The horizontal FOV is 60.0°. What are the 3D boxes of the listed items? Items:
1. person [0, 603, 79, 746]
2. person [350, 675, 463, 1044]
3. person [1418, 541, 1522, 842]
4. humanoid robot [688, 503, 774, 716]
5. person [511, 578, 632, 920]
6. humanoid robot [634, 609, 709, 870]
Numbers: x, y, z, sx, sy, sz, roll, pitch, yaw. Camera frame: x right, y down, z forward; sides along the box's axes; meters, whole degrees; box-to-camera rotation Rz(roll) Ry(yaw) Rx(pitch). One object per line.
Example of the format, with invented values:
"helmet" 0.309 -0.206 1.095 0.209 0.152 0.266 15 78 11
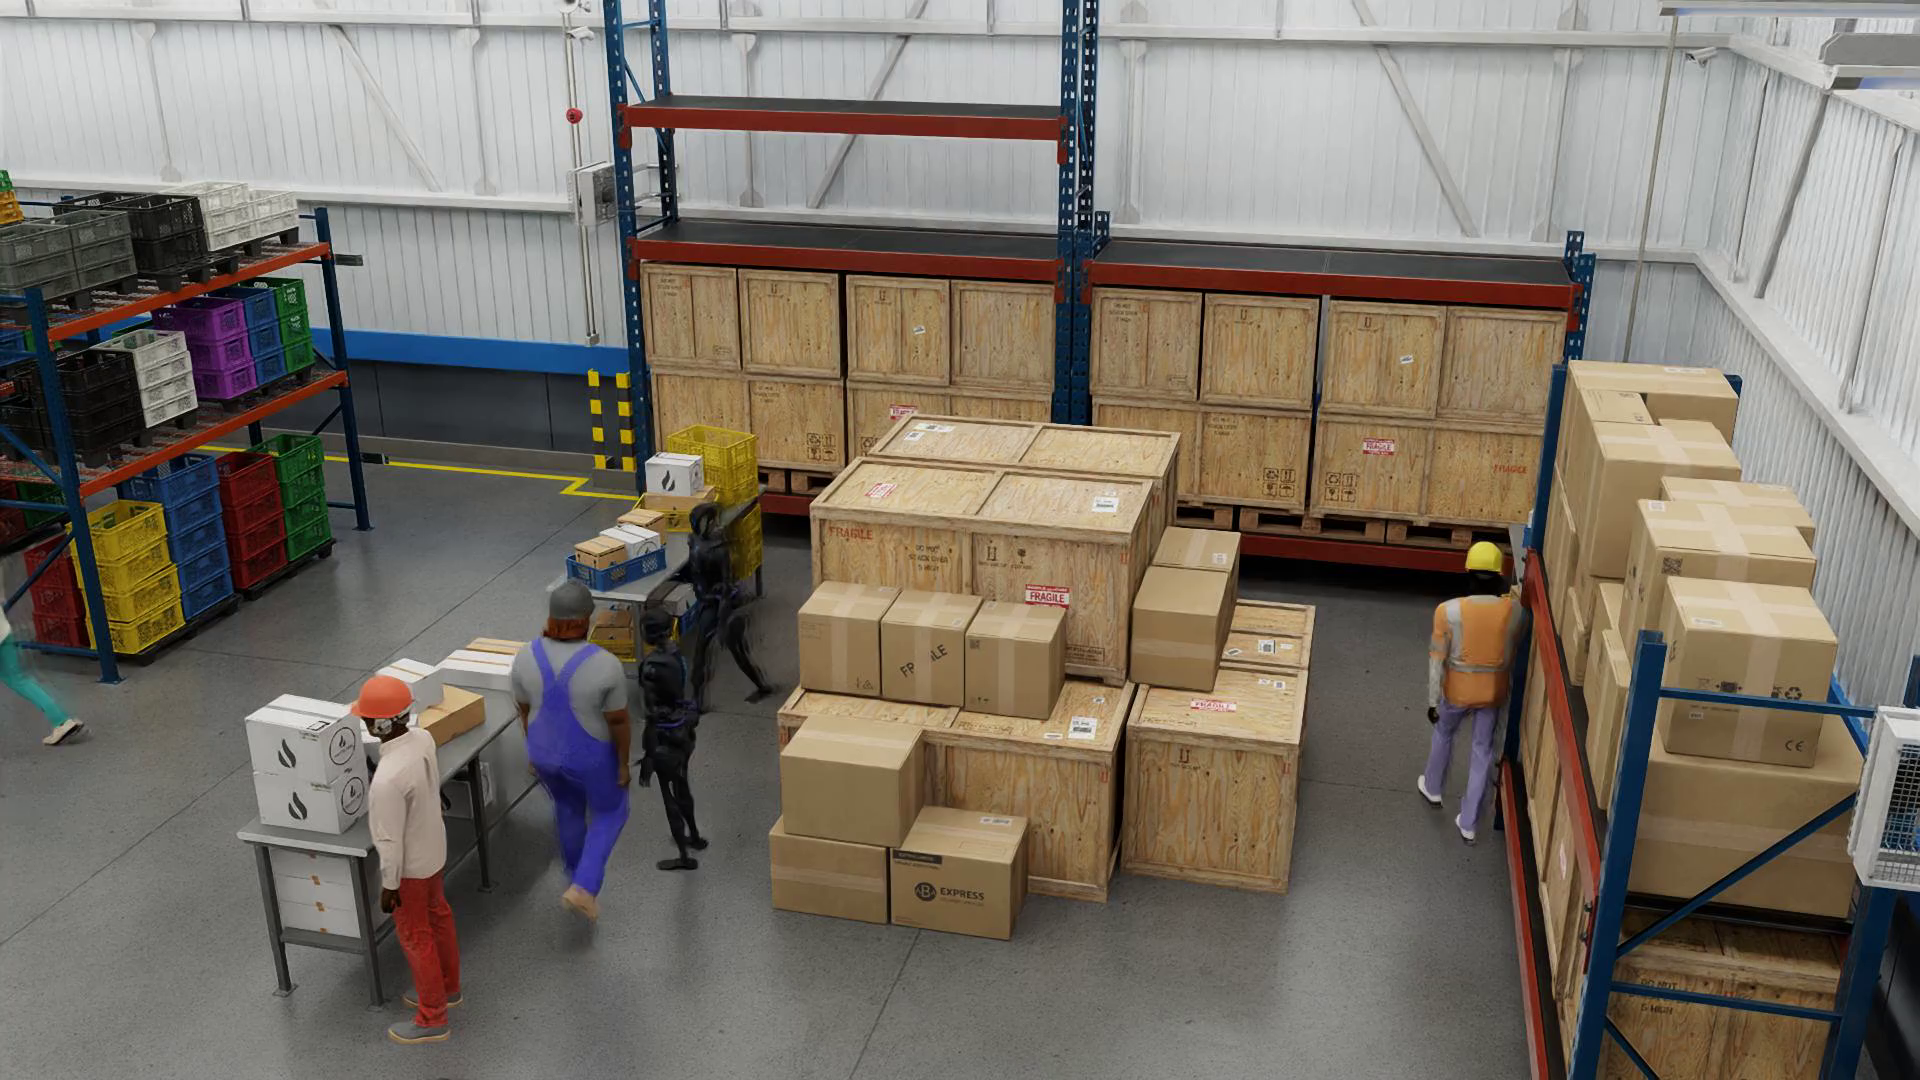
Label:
"person" -6.573 0.657 11.266 0.839 1.723 0.522 -1 21 -3
"person" -2.799 1.606 8.449 0.394 1.990 0.616 0 21 1
"person" 3.201 0.892 10.430 0.599 1.890 0.821 3 21 7
"humanoid robot" -1.700 0.490 11.873 0.578 1.639 0.777 18 27 39
"person" -2.182 1.188 9.460 0.690 2.000 0.689 6 22 14
"humanoid robot" -1.732 1.188 9.968 0.325 1.649 0.627 4 21 10
